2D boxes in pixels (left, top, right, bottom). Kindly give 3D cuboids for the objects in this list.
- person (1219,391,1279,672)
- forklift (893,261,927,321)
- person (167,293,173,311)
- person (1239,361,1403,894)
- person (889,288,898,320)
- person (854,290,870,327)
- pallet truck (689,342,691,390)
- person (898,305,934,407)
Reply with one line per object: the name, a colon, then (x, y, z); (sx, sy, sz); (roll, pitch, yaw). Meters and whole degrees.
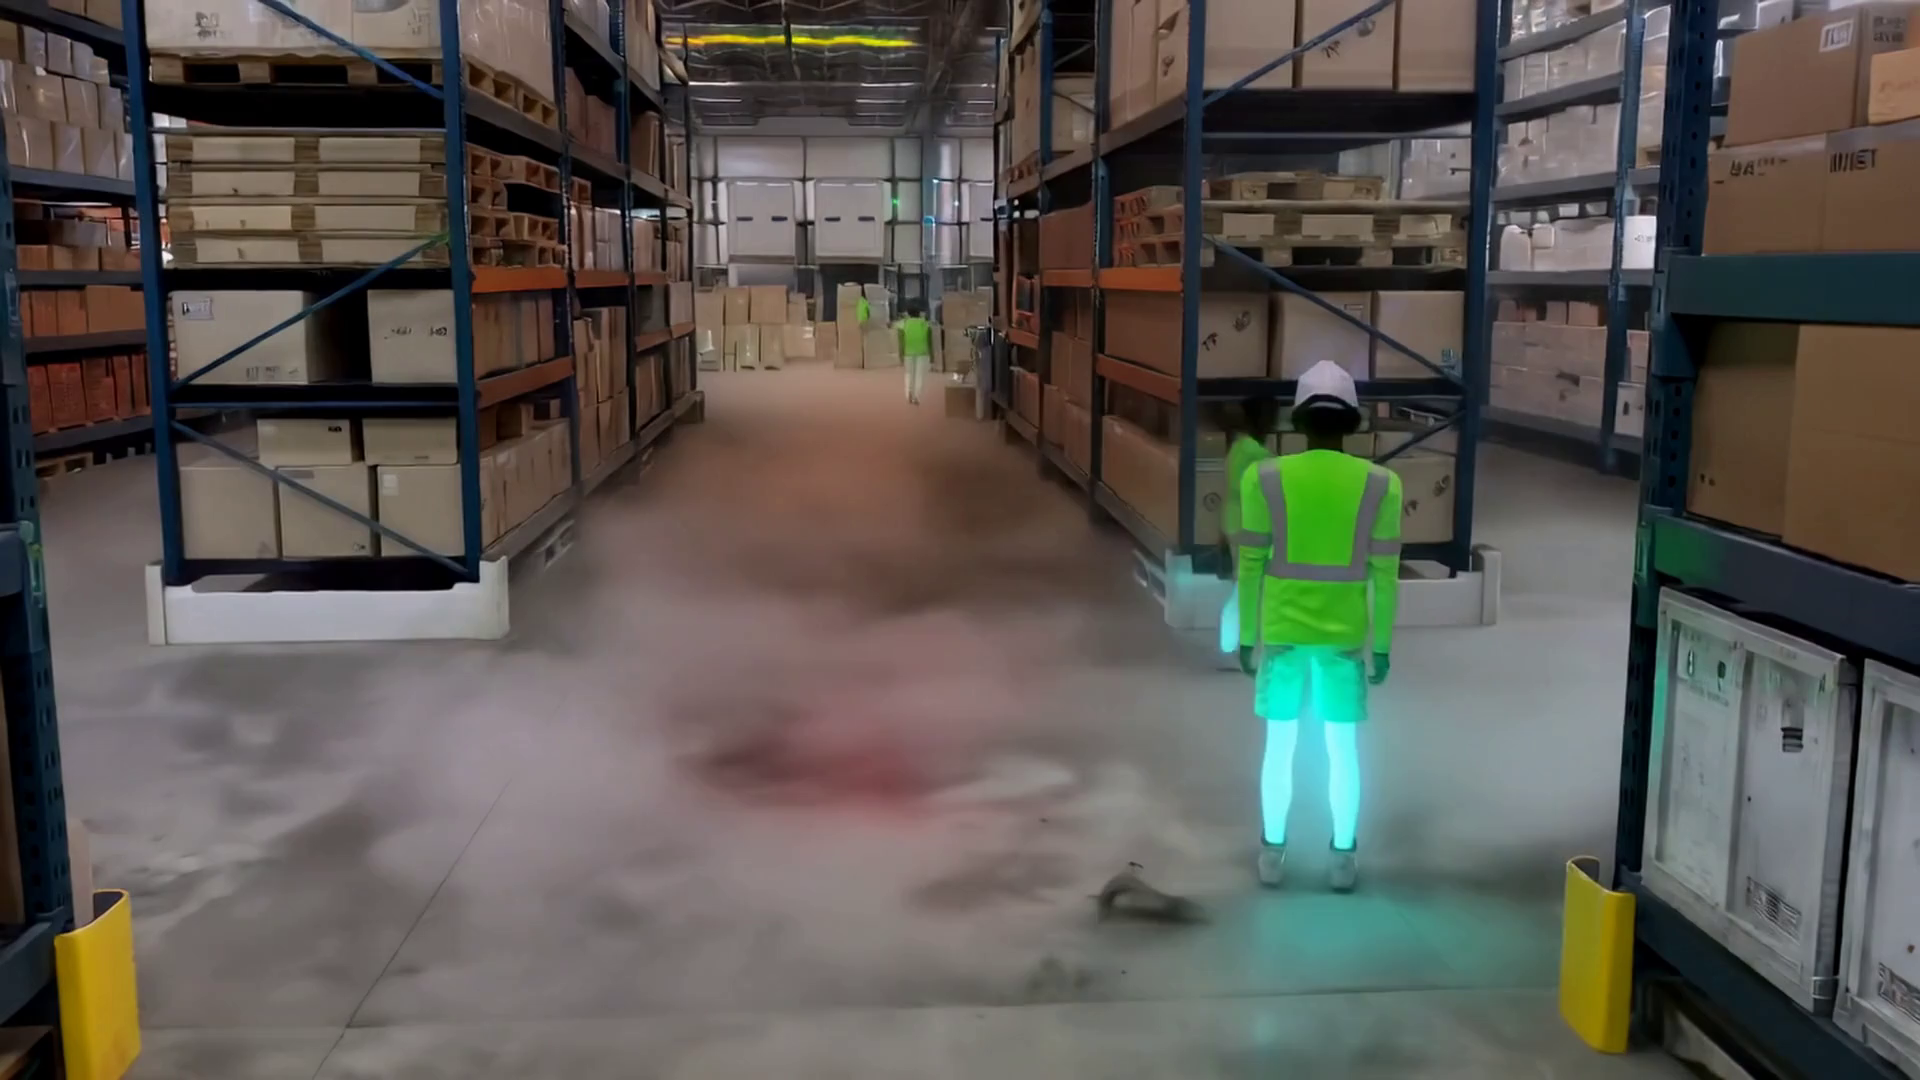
person: (1.789, -0.039, 9.849); (0.574, 1.680, 0.535); (-1, 9, -6)
forklift: (-1.620, -8.088, 56.615); (1.129, 2.768, 1.873); (1, 9, 9)
person: (-30.163, -8.664, 63.301); (0.487, 1.899, 0.621); (2, 9, 11)
person: (1.364, 0.338, 6.380); (0.601, 2.035, 0.407); (1, 9, 7)
person: (-2.310, -7.826, 57.967); (0.639, 1.926, 0.367); (4, 10, 23)
person: (-2.655, -5.869, 45.633); (0.372, 1.940, 0.631); (-7, 11, -37)
pallet truck: (-5.225, -3.008, 27.480); (1.885, 1.965, 0.823); (2, 9, 14)
person: (-0.784, -3.334, 30.125); (0.626, 1.802, 0.897); (1, 9, 4)
